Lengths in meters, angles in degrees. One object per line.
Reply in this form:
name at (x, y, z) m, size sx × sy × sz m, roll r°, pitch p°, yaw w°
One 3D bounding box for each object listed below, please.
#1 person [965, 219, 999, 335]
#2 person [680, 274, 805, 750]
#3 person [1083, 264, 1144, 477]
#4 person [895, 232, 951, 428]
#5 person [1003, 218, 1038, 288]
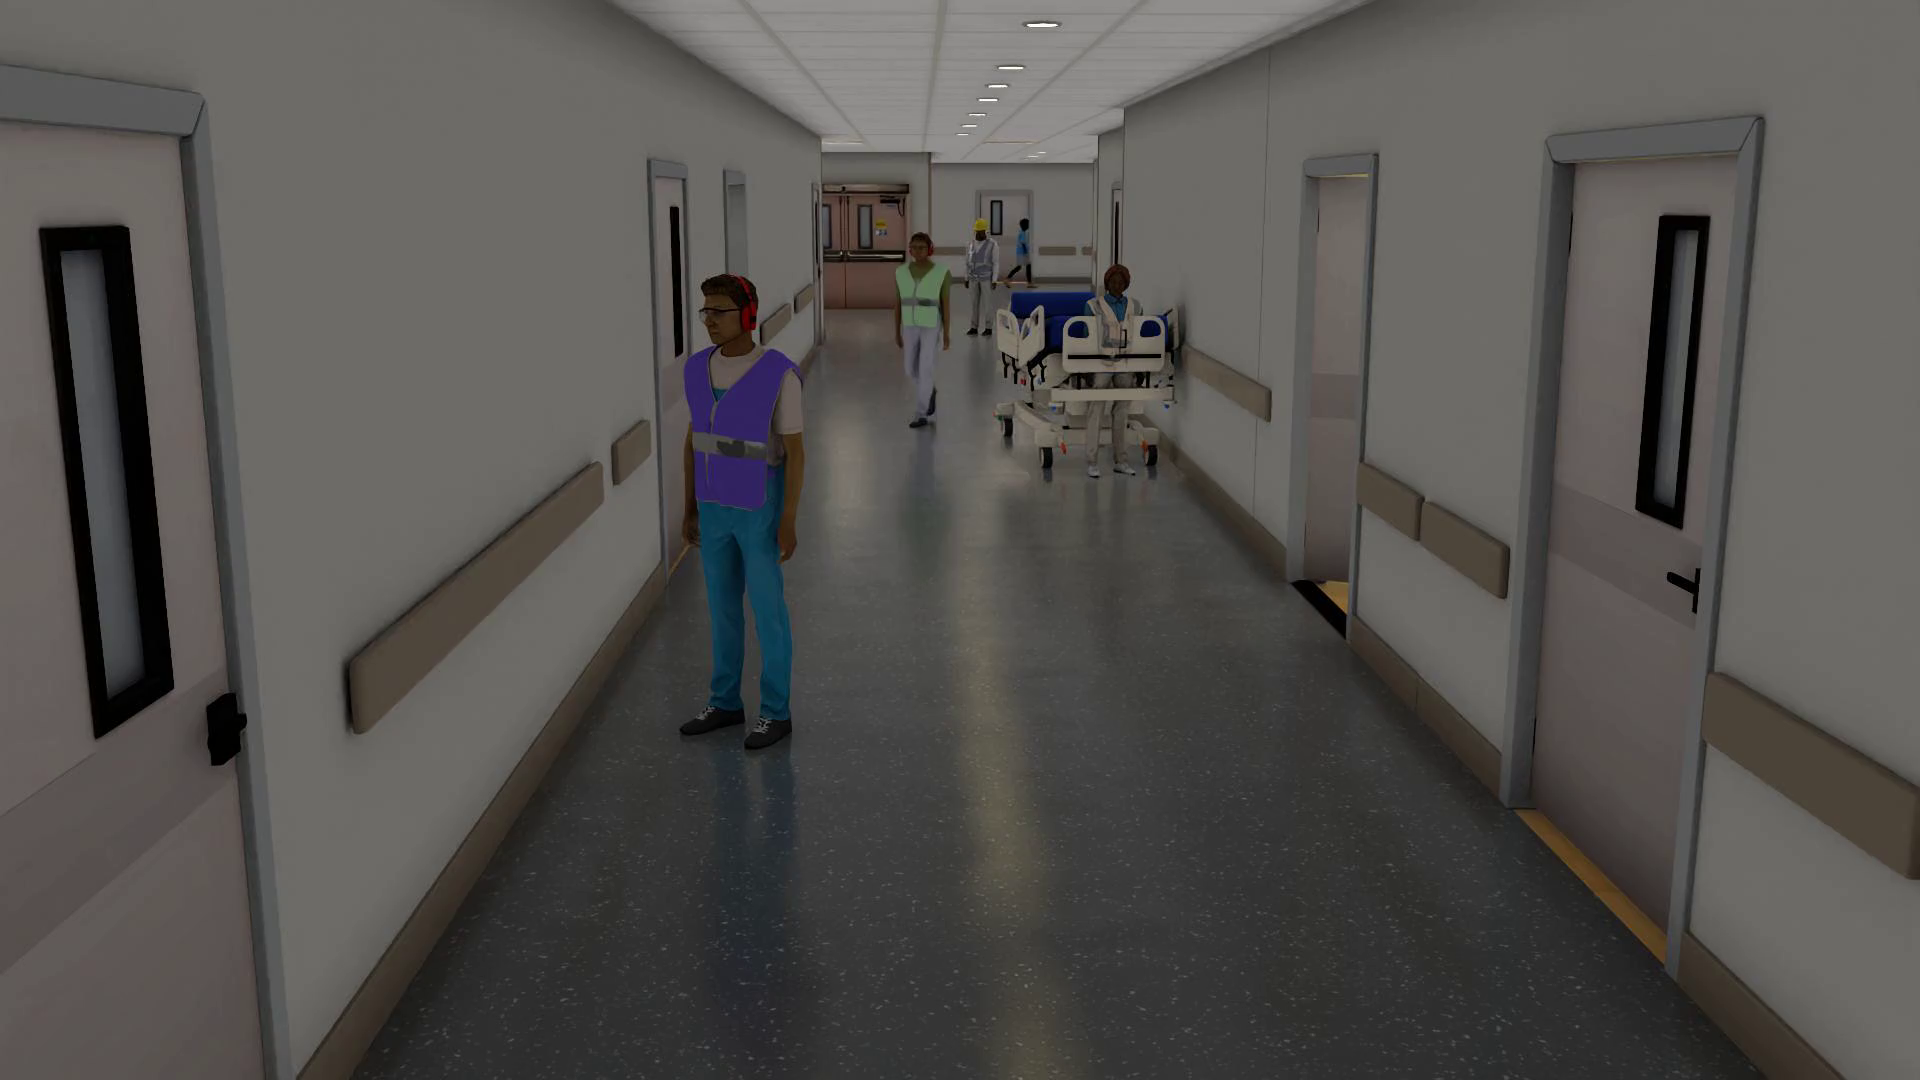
person at (0.329, -4.129, 26.162) m, size 0.590 × 1.824 × 0.403 m, roll 6°, pitch 13°, yaw 29°
person at (-0.854, -0.115, 6.534) m, size 0.570 × 1.845 × 0.380 m, roll 8°, pitch 14°, yaw 33°
person at (1.179, -1.306, 12.849) m, size 0.512 × 1.638 × 0.312 m, roll -4°, pitch 12°, yaw -20°
person at (-0.341, -2.007, 15.815) m, size 0.568 × 1.826 × 0.729 m, roll 4°, pitch 12°, yaw 21°
person at (1.445, -6.870, 39.865) m, size 0.800 × 1.672 × 0.530 m, roll 2°, pitch 12°, yaw 10°
